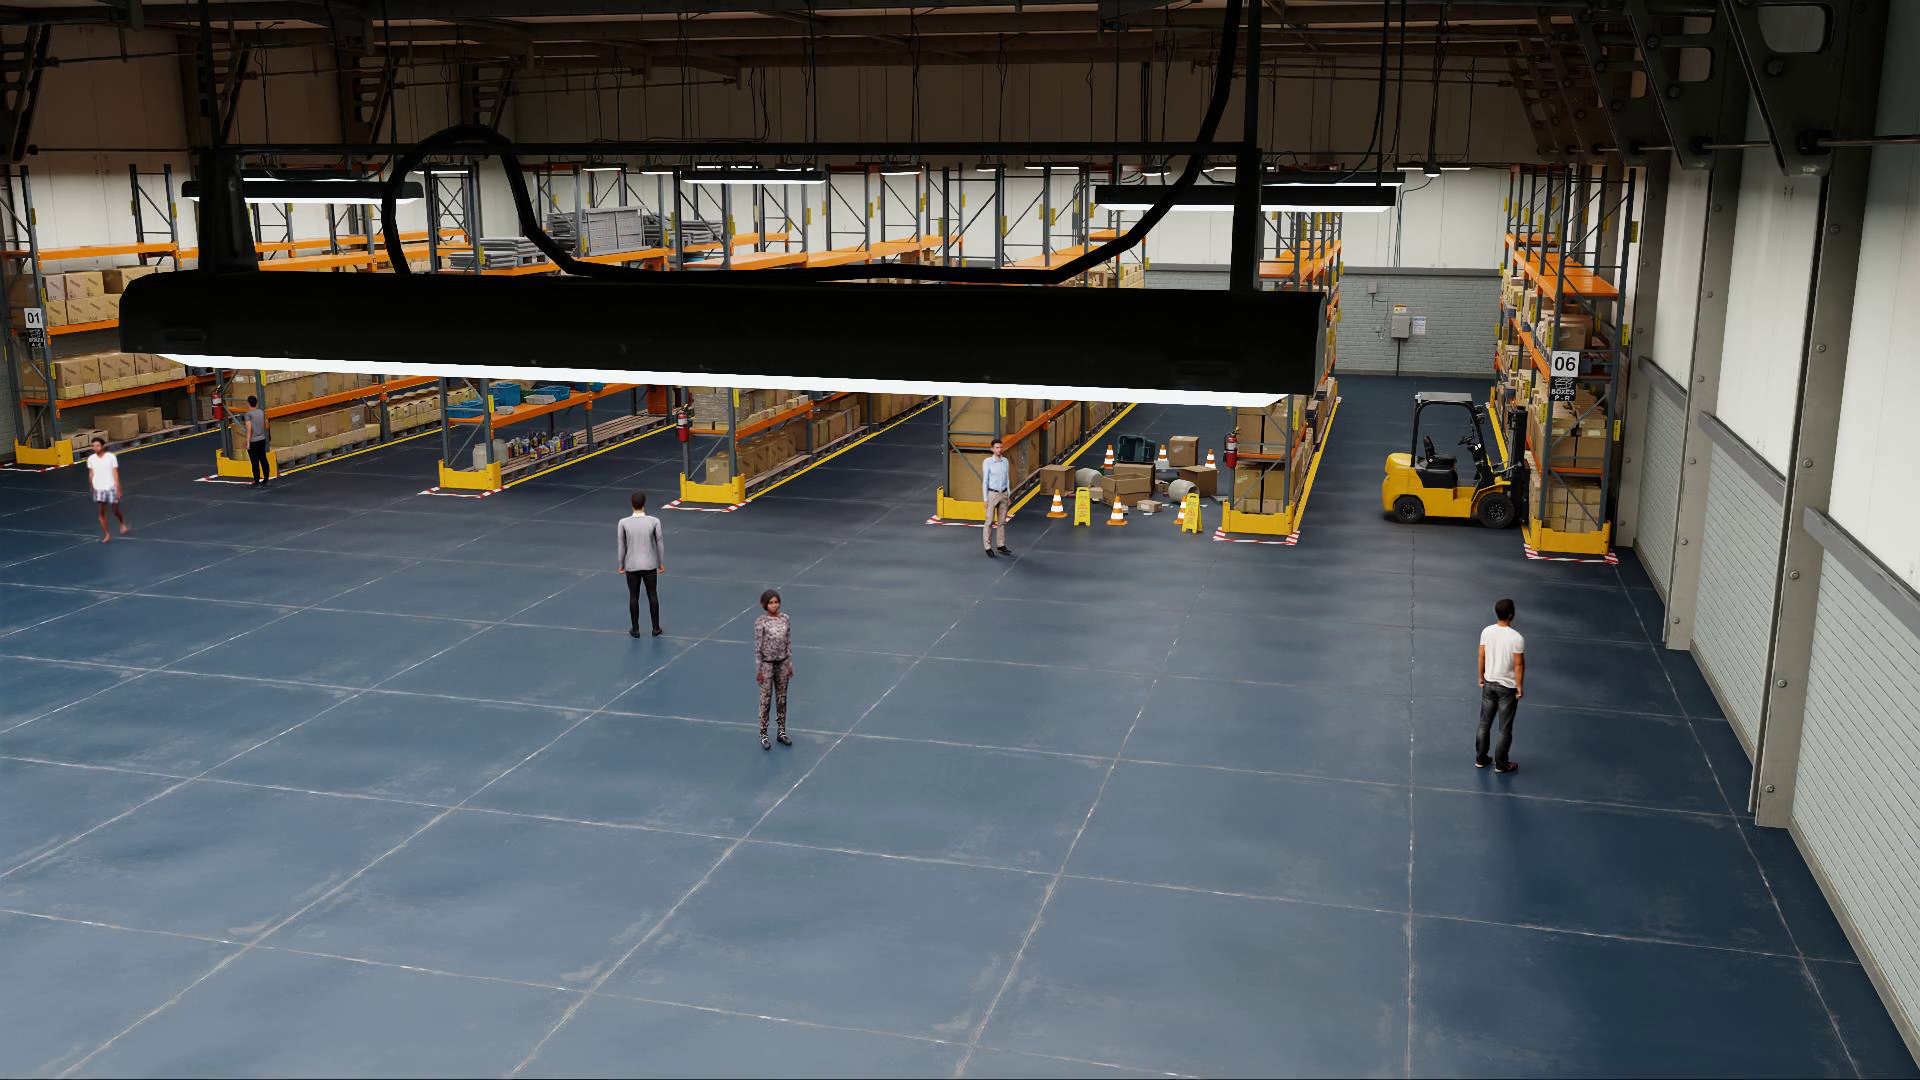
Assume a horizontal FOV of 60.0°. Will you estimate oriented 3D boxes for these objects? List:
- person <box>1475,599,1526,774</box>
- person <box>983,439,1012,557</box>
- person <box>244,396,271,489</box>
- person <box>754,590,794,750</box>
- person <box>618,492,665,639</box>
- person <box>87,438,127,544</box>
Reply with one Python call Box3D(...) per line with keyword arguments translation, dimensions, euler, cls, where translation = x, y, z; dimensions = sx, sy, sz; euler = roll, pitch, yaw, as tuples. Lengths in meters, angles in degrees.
Box3D(translation=(5.536, 1.477, 17.066), dimensions=(0.727, 1.803, 0.721), euler=(-11, 17, -40), cls="person")
Box3D(translation=(0.588, -0.691, 26.334), dimensions=(0.751, 1.846, 0.807), euler=(-7, 15, -28), cls="person")
Box3D(translation=(-13.420, -1.888, 31.706), dimensions=(0.666, 1.755, 0.480), euler=(4, 14, 16), cls="person")
Box3D(translation=(-1.989, 1.365, 17.748), dimensions=(0.679, 1.714, 0.738), euler=(-7, 15, -29), cls="person")
Box3D(translation=(-4.187, 0.317, 21.812), dimensions=(0.833, 1.921, 0.799), euler=(-3, 13, -12), cls="person")
Box3D(translation=(-13.973, -0.840, 27.281), dimensions=(0.831, 1.709, 0.958), euler=(-2, 13, -7), cls="person")
